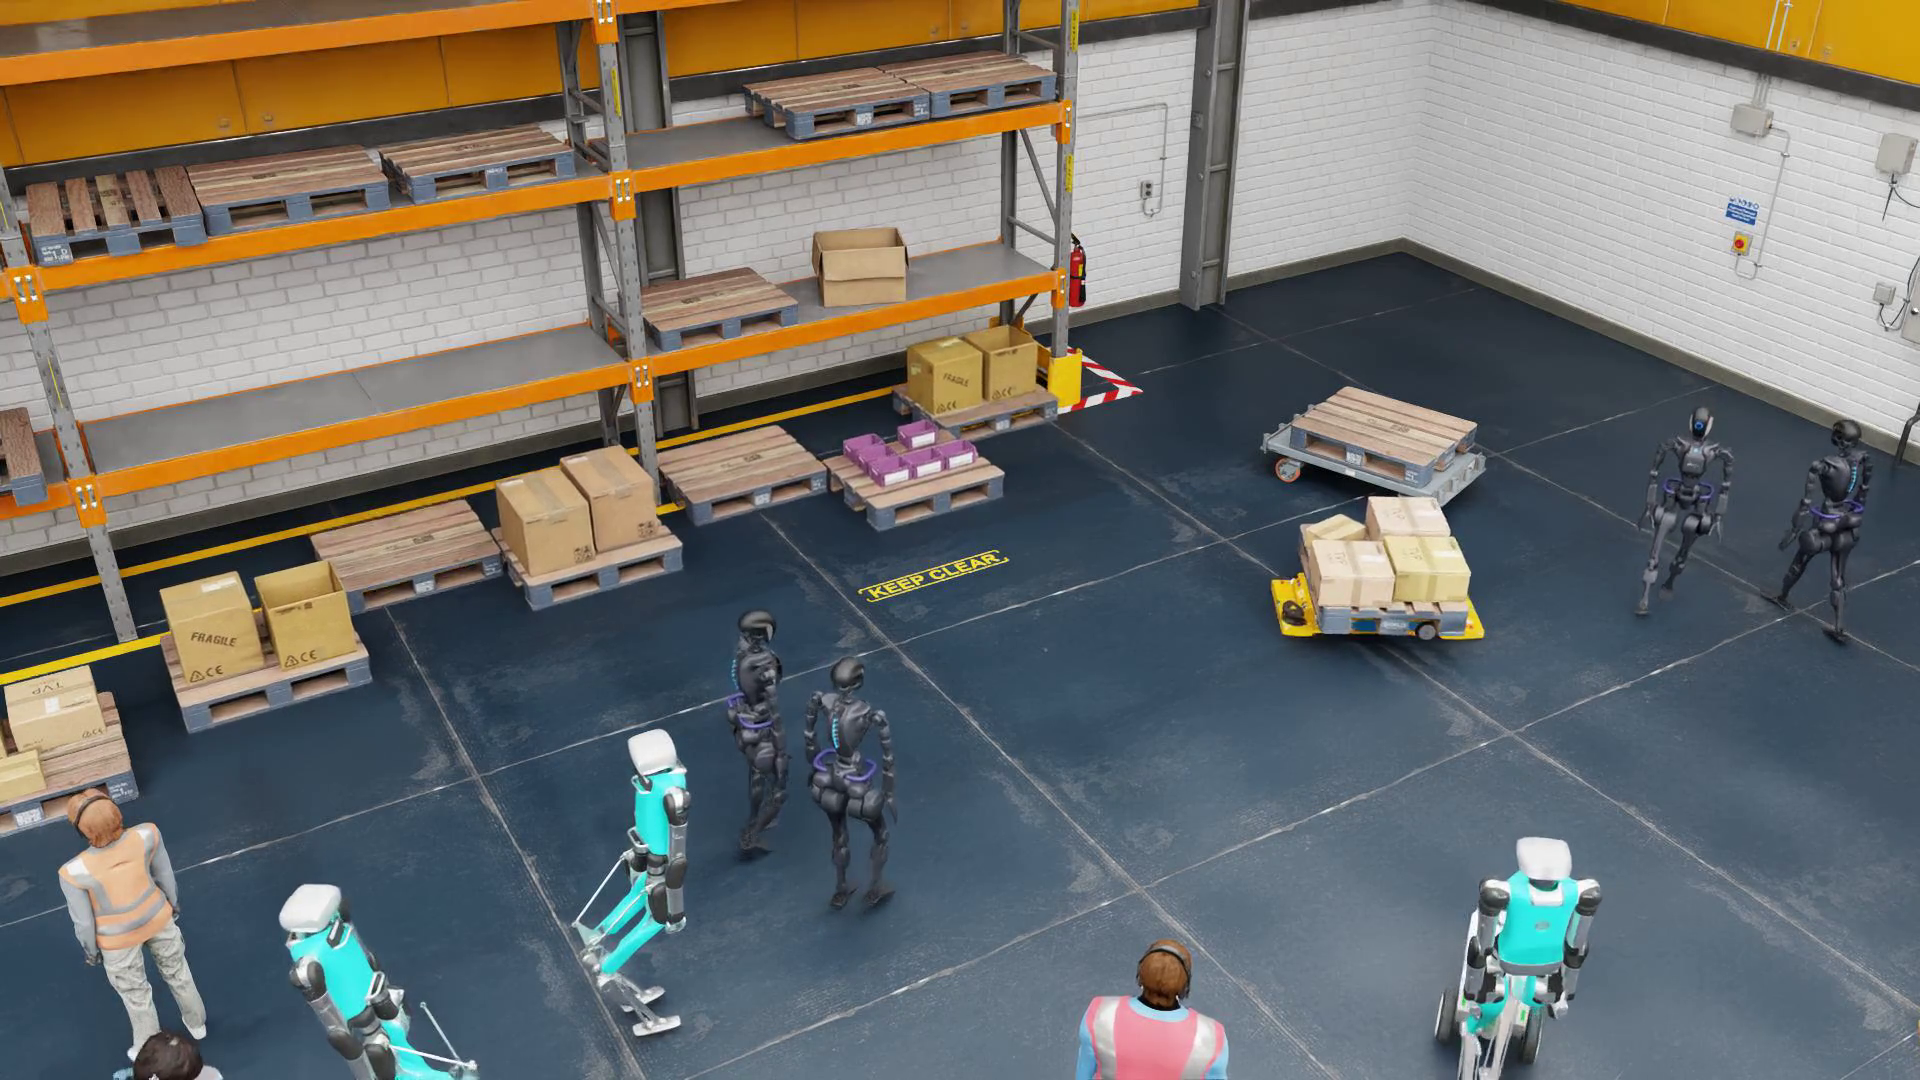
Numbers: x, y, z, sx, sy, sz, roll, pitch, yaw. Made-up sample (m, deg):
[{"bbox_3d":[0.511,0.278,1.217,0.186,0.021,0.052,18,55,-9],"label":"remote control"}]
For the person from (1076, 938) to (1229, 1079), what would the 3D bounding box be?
[{"bbox_3d":[0.804,2.438,7.074,0.634,1.831,0.430,6,30,11],"label":"person"}]

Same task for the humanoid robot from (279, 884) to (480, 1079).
[{"bbox_3d":[-2.433,2.277,7.520,0.921,1.765,0.532,-2,30,-4],"label":"humanoid robot"}]

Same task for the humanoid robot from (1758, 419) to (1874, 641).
[{"bbox_3d":[6.174,-0.109,11.797,0.604,1.615,0.797,-8,30,-13],"label":"humanoid robot"}]

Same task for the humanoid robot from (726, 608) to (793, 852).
[{"bbox_3d":[-1.184,1.097,9.609,0.381,1.648,0.590,-15,33,-25],"label":"humanoid robot"}]

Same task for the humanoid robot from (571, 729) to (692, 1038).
[{"bbox_3d":[-1.670,1.759,8.277,0.743,1.699,0.530,-17,34,-27],"label":"humanoid robot"}]

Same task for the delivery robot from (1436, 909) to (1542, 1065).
[{"bbox_3d":[2.789,2.273,8.648,0.499,0.583,0.767,10,31,18],"label":"delivery robot"}]

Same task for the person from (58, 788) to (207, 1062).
[{"bbox_3d":[-4.067,1.912,8.190,0.306,1.644,0.513,20,35,31],"label":"person"}]

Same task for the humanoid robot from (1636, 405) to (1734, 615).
[{"bbox_3d":[5.200,-0.193,11.929,0.584,1.628,0.756,13,32,22],"label":"humanoid robot"}]

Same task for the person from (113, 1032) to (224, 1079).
[{"bbox_3d":[-3.040,2.700,6.592,0.552,1.849,0.581,18,34,29],"label":"person"}]

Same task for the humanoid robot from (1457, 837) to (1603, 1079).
[{"bbox_3d":[2.603,2.037,7.936,0.551,1.840,0.721,1,29,2],"label":"humanoid robot"}]

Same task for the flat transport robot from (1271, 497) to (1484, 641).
[{"bbox_3d":[3.038,0.467,12.148,1.431,0.231,0.659,1,29,2],"label":"flat transport robot"}]

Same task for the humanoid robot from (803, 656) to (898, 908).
[{"bbox_3d":[-0.611,1.328,9.192,0.589,1.655,0.374,13,32,21],"label":"humanoid robot"}]
